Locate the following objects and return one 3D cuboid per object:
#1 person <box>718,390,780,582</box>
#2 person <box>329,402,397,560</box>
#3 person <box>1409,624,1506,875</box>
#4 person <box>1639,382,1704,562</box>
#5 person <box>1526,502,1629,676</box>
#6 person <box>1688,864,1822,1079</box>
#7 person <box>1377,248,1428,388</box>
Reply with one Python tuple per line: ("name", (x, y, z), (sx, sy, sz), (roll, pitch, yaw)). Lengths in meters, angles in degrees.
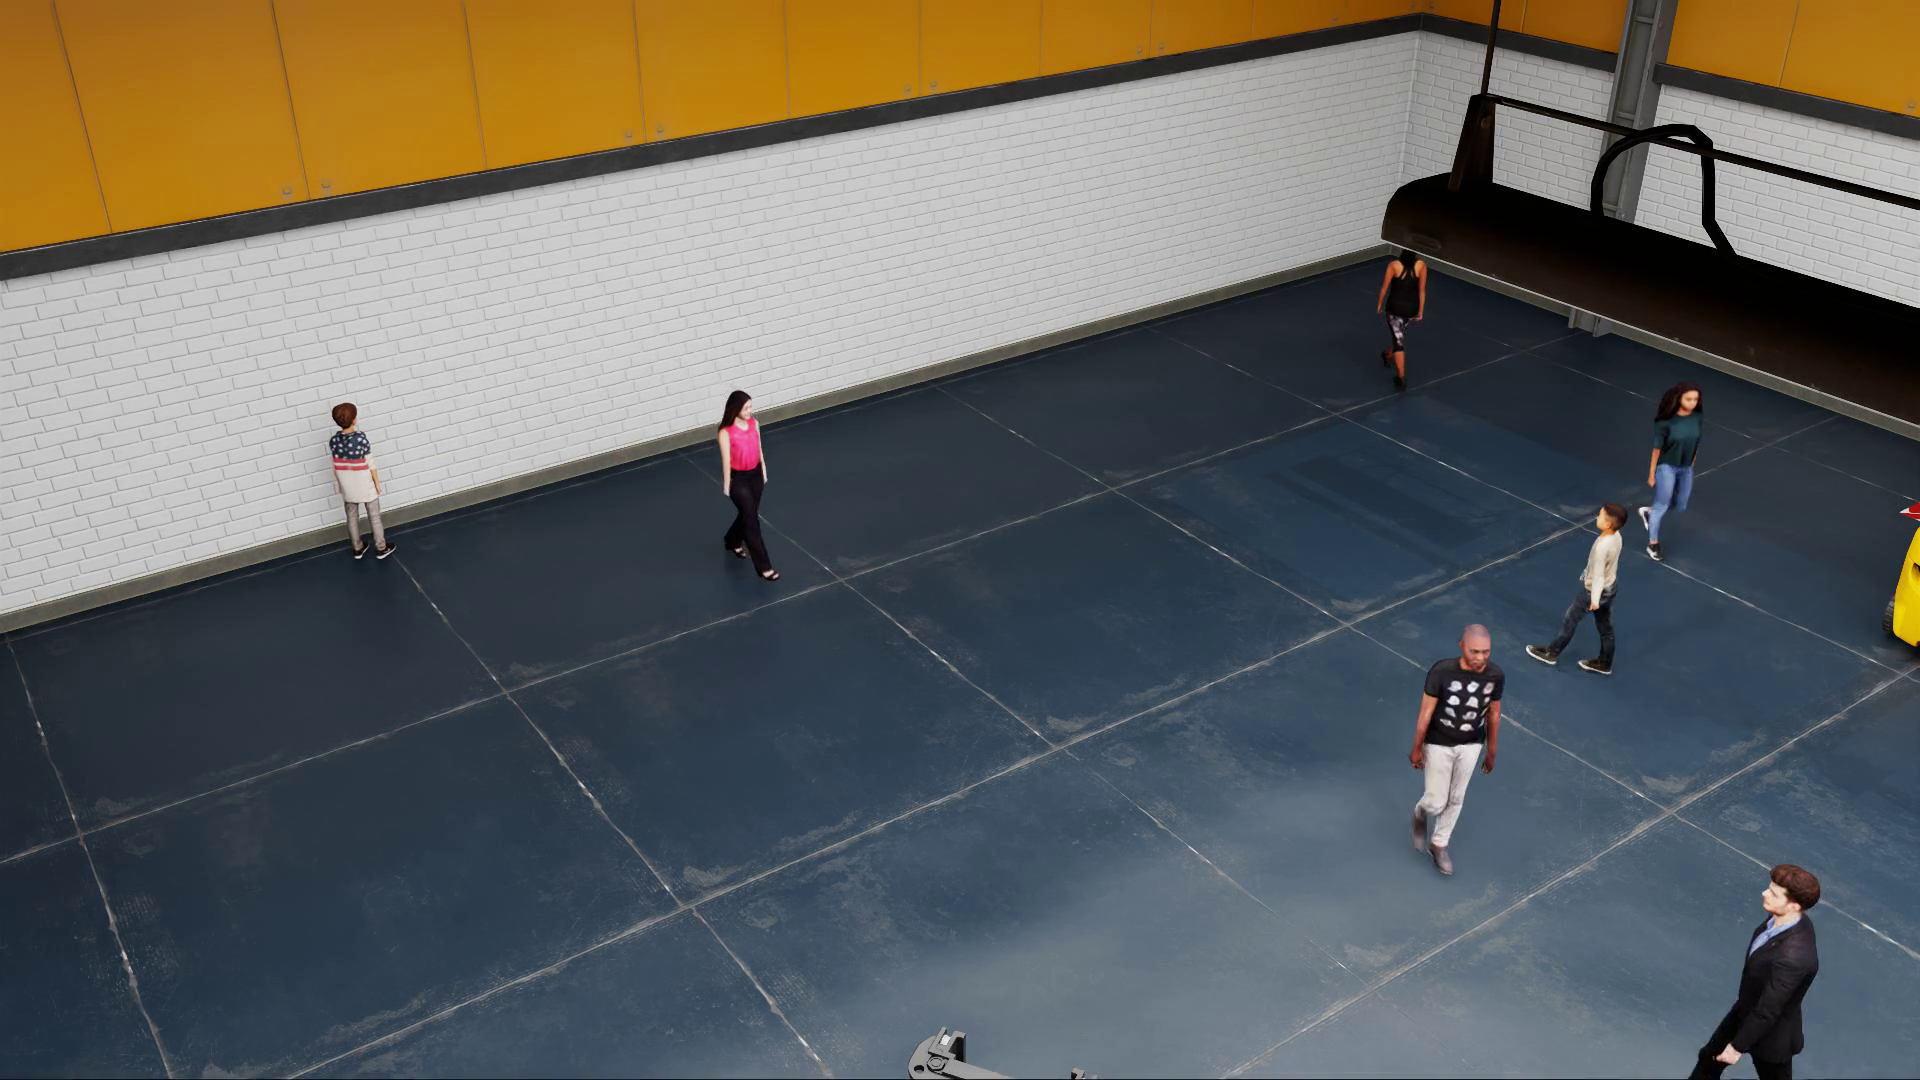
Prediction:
("person", (-1.859, -0.498, 14.052), (1.026, 1.639, 0.805), (18, 33, 29))
("person", (-5.180, -0.512, 14.287), (0.586, 1.439, 0.623), (1, 29, 2))
("person", (3.137, 1.272, 10.646), (0.836, 1.794, 0.885), (-1, 29, -2))
("person", (6.103, -0.640, 14.348), (0.759, 1.605, 0.872), (-5, 29, -10))
("person", (4.914, 0.401, 12.609), (0.910, 1.442, 0.691), (22, 36, 35))
("person", (4.156, 2.472, 8.385), (1.295, 1.852, 1.171), (8, 30, 14))
("person", (4.687, -2.403, 17.568), (0.981, 1.616, 1.164), (-1, 29, -2))
